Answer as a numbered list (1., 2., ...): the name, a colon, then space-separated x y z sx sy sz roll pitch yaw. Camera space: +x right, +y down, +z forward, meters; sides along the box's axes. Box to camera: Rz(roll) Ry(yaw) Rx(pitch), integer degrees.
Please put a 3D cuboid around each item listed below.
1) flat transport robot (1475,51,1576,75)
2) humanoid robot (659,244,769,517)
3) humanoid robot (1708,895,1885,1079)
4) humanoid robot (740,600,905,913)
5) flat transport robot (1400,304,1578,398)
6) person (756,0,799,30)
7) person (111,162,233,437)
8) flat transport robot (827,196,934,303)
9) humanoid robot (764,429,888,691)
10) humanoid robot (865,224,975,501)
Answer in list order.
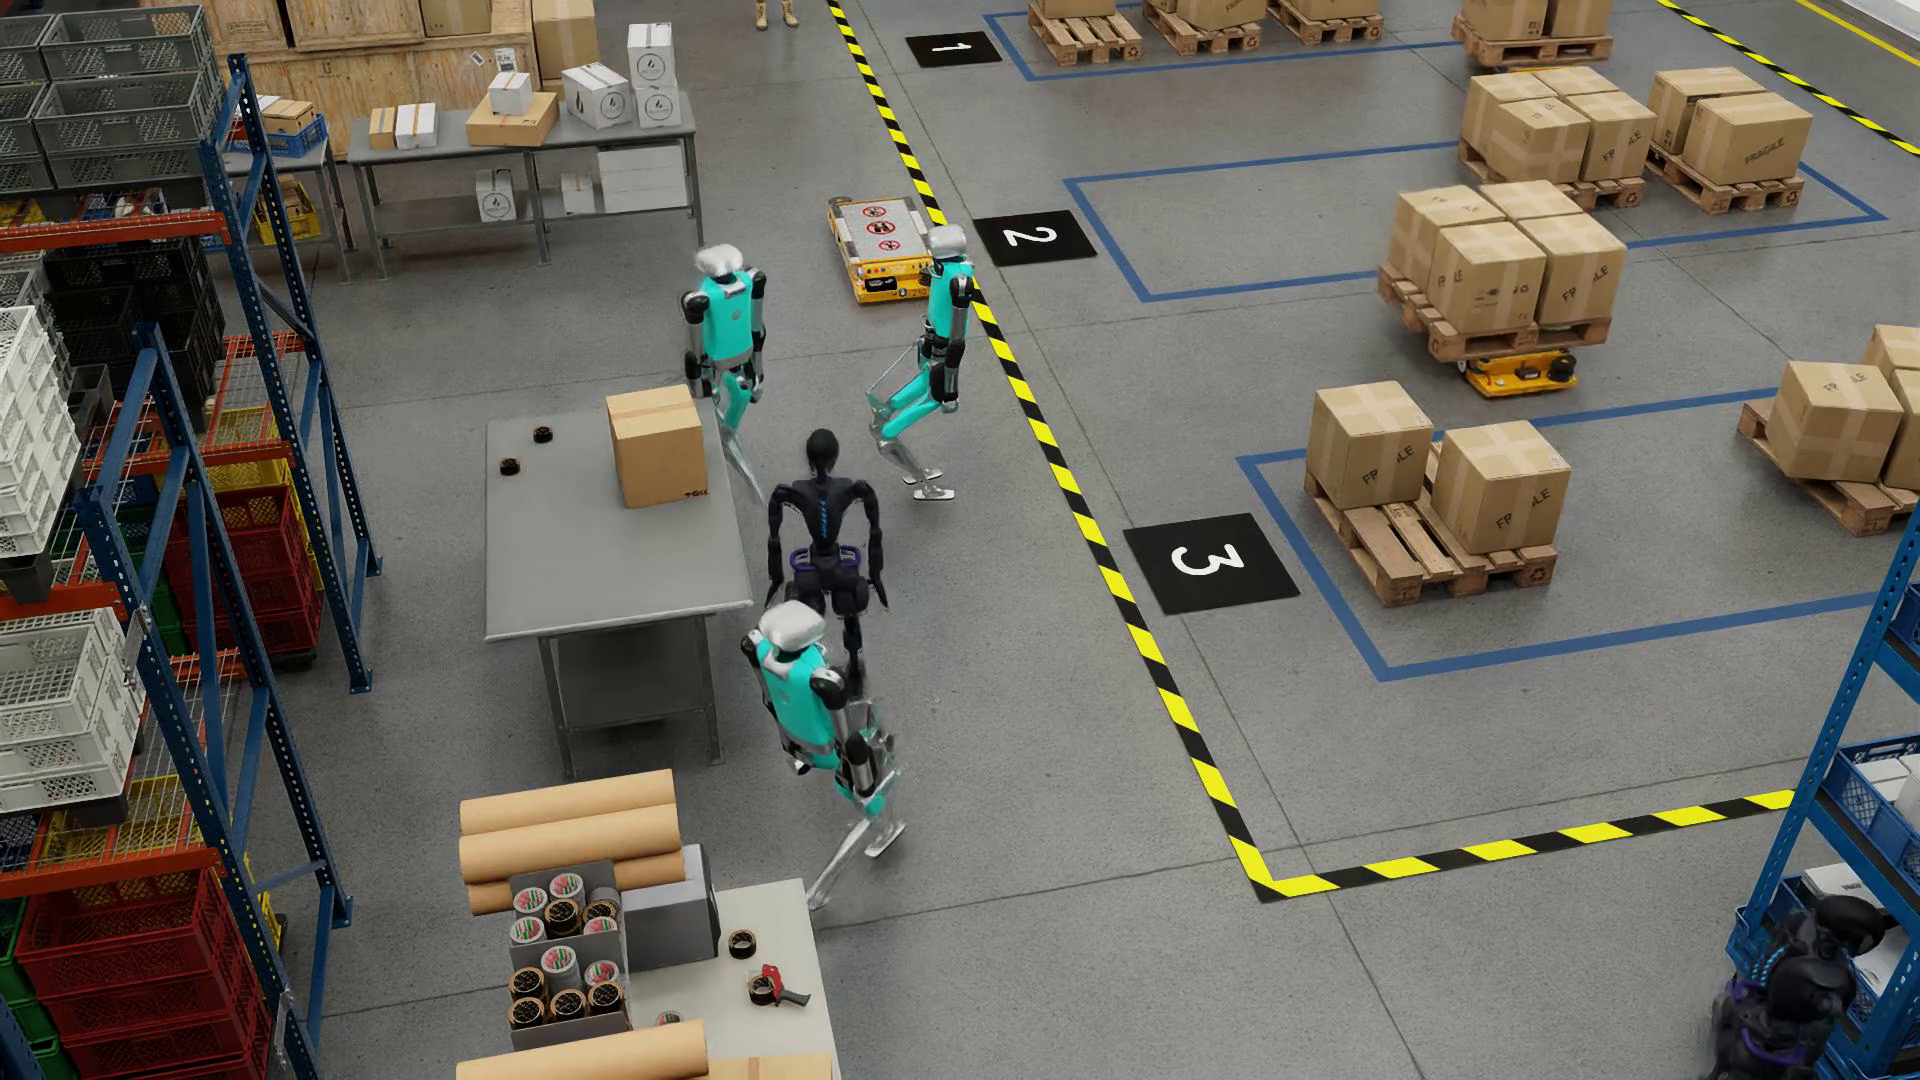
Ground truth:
1. flat transport robot: 5.319 -4.483 15.555 0.652 0.197 1.431 -5 37 -7
2. humanoid robot: -1.446 -0.926 9.590 0.536 1.794 0.835 -31 46 -34
3. humanoid robot: 2.942 1.830 5.938 0.730 1.636 0.616 7 37 9
4. humanoid robot: -0.452 0.852 7.193 0.551 1.725 0.994 27 44 31
5. flat transport robot: 3.621 -1.456 11.487 0.652 0.197 1.431 -8 37 -10
6. person: -1.834 -5.995 16.127 0.606 2.043 0.375 -9 38 -12
7. person: -4.903 -1.493 10.249 0.341 1.838 0.505 -29 46 -33
8. flat transport robot: -0.570 -2.220 12.538 0.659 0.231 1.431 -8 37 -10
9. humanoid robot: -0.669 0.172 8.157 0.610 1.638 0.633 -5 37 -7
10. humanoid robot: -0.281 -0.980 9.528 0.735 1.677 0.533 -8 37 -11
